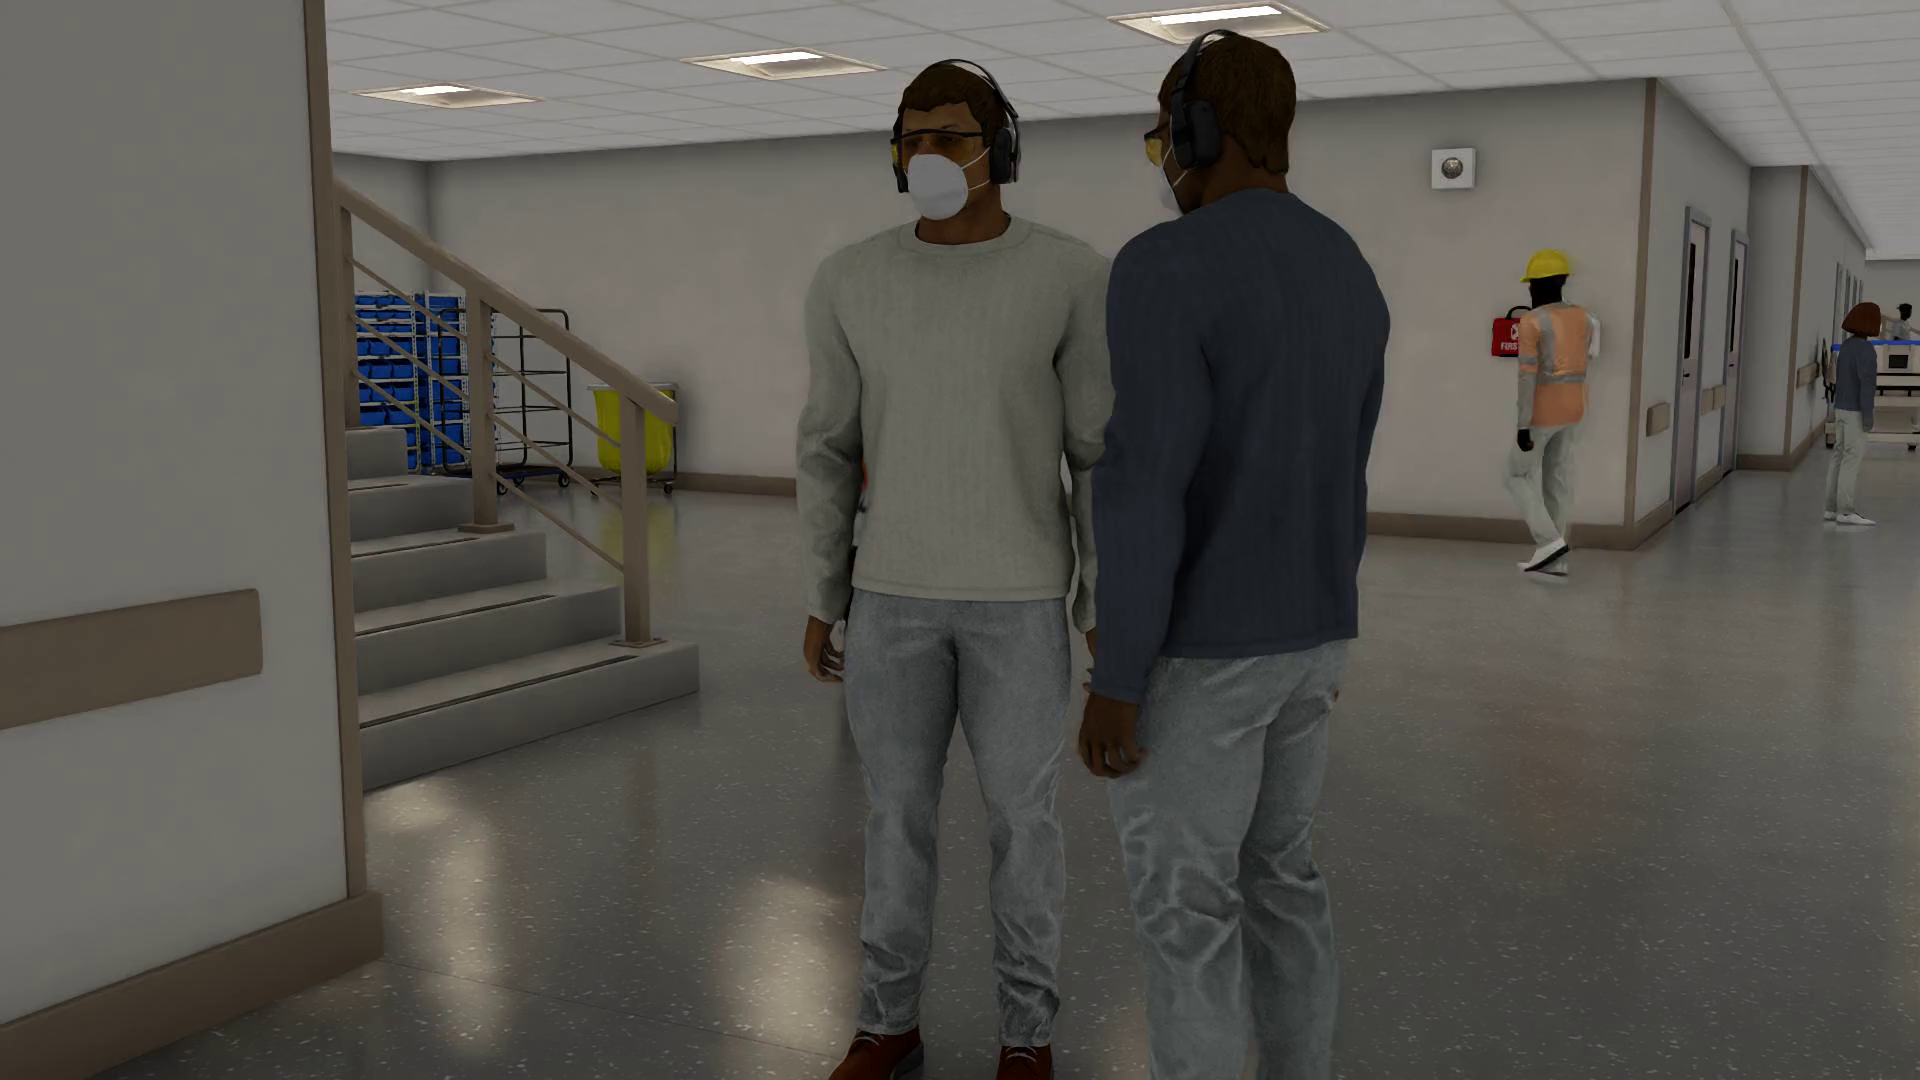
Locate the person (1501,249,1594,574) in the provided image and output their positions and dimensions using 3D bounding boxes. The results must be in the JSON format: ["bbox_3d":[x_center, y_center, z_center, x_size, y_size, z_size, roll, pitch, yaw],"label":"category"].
[{"bbox_3d":[3.428,-0.736,9.734,0.588,1.912,0.410,-4,8,-28],"label":"person"}]

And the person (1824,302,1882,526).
[{"bbox_3d":[6.588,-0.926,12.236,0.268,1.632,0.506,1,7,9],"label":"person"}]

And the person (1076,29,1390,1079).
[{"bbox_3d":[0.428,0.179,2.626,0.384,1.928,0.636,7,10,43],"label":"person"}]

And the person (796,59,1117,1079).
[{"bbox_3d":[0.001,0.112,3.076,0.635,1.937,0.354,2,8,15],"label":"person"}]
